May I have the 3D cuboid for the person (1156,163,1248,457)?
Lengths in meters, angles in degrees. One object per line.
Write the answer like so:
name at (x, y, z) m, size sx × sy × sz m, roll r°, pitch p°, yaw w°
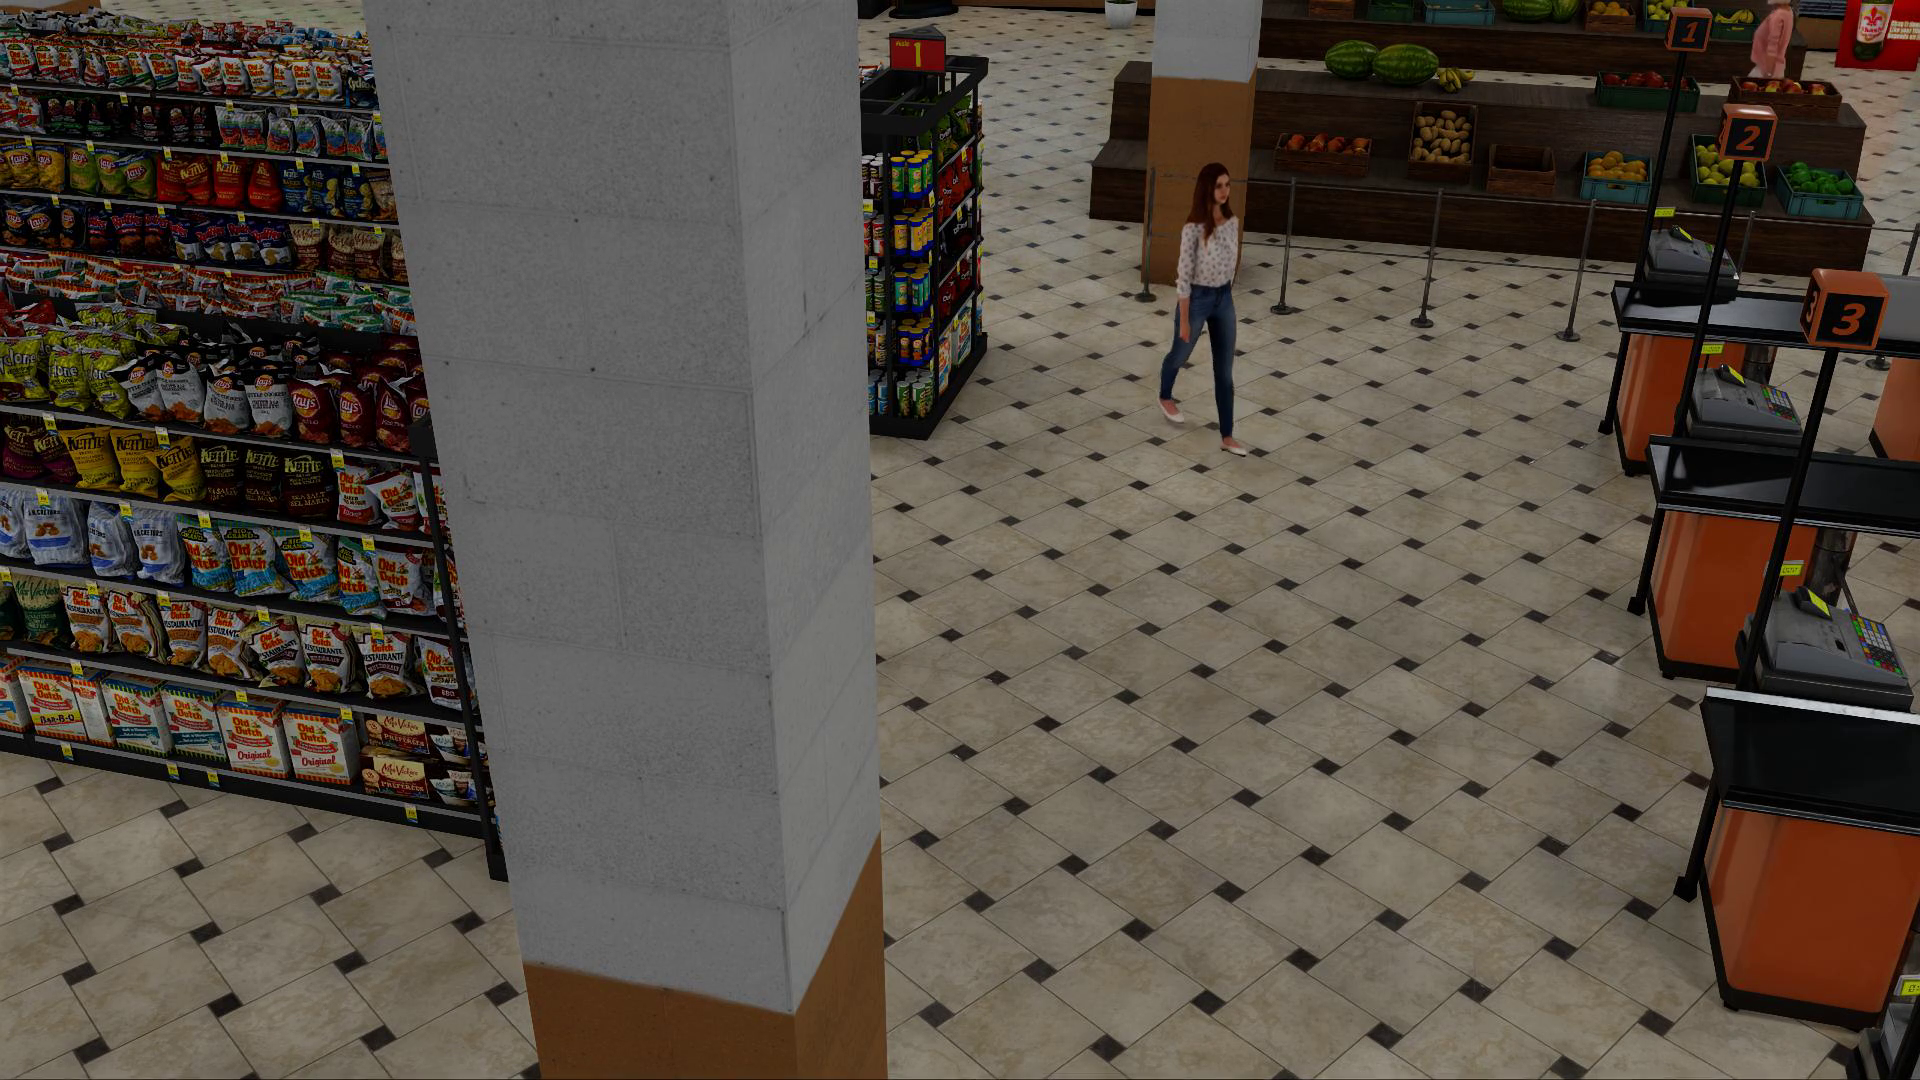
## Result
person at (1.402, -1.390, 9.906) m, size 1.137 × 1.680 × 1.130 m, roll -12°, pitch 31°, yaw -22°
